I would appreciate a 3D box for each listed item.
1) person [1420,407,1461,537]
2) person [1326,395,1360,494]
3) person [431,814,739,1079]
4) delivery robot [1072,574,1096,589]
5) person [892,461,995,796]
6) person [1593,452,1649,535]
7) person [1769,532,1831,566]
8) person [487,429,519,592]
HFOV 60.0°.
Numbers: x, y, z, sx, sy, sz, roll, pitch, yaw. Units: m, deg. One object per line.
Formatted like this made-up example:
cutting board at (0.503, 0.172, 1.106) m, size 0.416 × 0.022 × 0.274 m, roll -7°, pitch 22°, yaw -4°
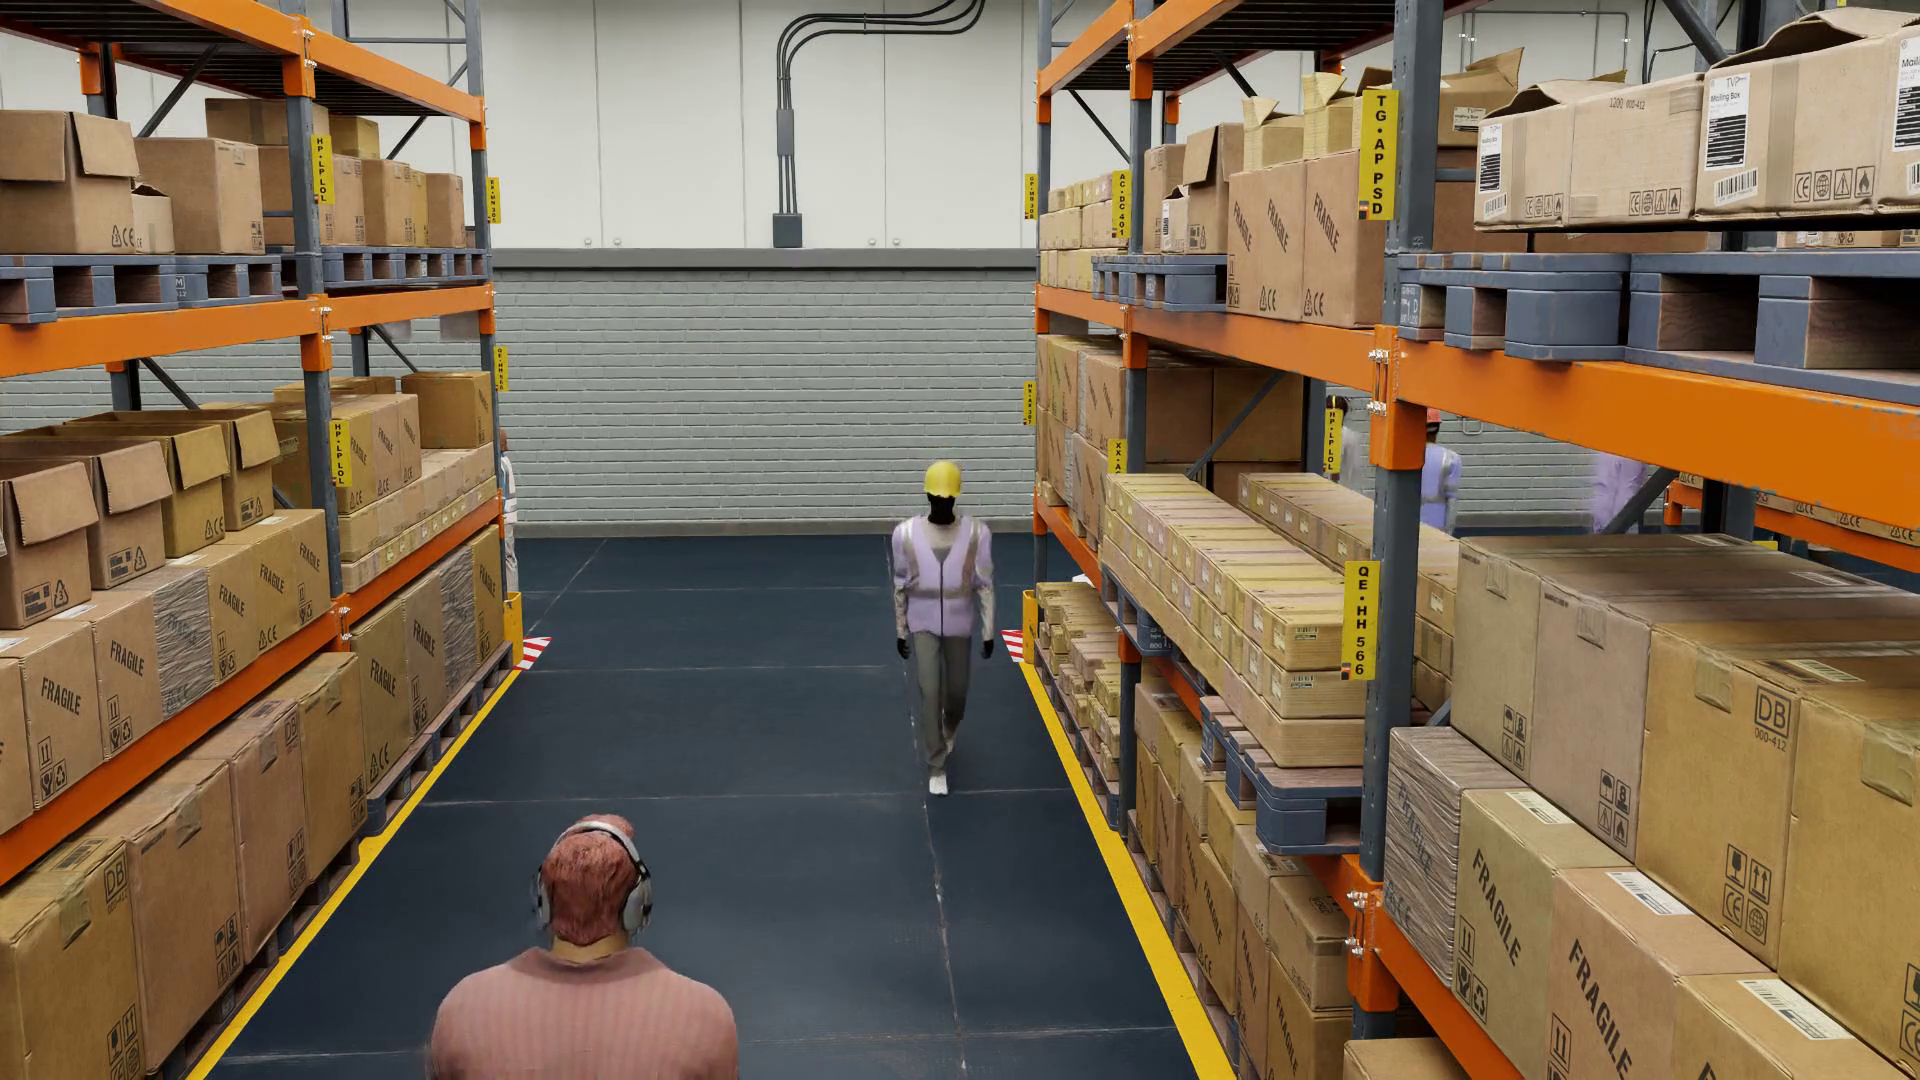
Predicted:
person at (3.626, -0.120, 13.060) m, size 0.552 × 1.917 × 0.726 m, roll 3°, pitch 10°, yaw 18°
person at (3.314, -0.344, 14.548) m, size 0.378 × 1.848 × 0.569 m, roll 3°, pitch 10°, yaw 15°
person at (-0.764, 1.505, 3.542) m, size 0.647 × 1.889 × 0.521 m, roll 0°, pitch 10°, yaw -1°
delivery robot at (1.273, 0.418, 13.576) m, size 0.707 × 0.478 × 0.477 m, roll 6°, pitch 11°, yaw 34°
person at (-0.098, 0.461, 9.689) m, size 0.590 × 1.896 × 0.855 m, roll 0°, pitch 10°, yaw -3°
person at (5.296, -0.187, 13.637) m, size 0.710 × 1.853 × 0.654 m, roll 1°, pitch 10°, yaw 4°
person at (6.758, -0.254, 13.535) m, size 0.633 × 1.995 × 0.938 m, roll -5°, pitch 11°, yaw -27°
person at (-3.865, -0.140, 13.960) m, size 0.310 × 1.636 × 0.523 m, roll -2°, pitch 10°, yaw -11°
